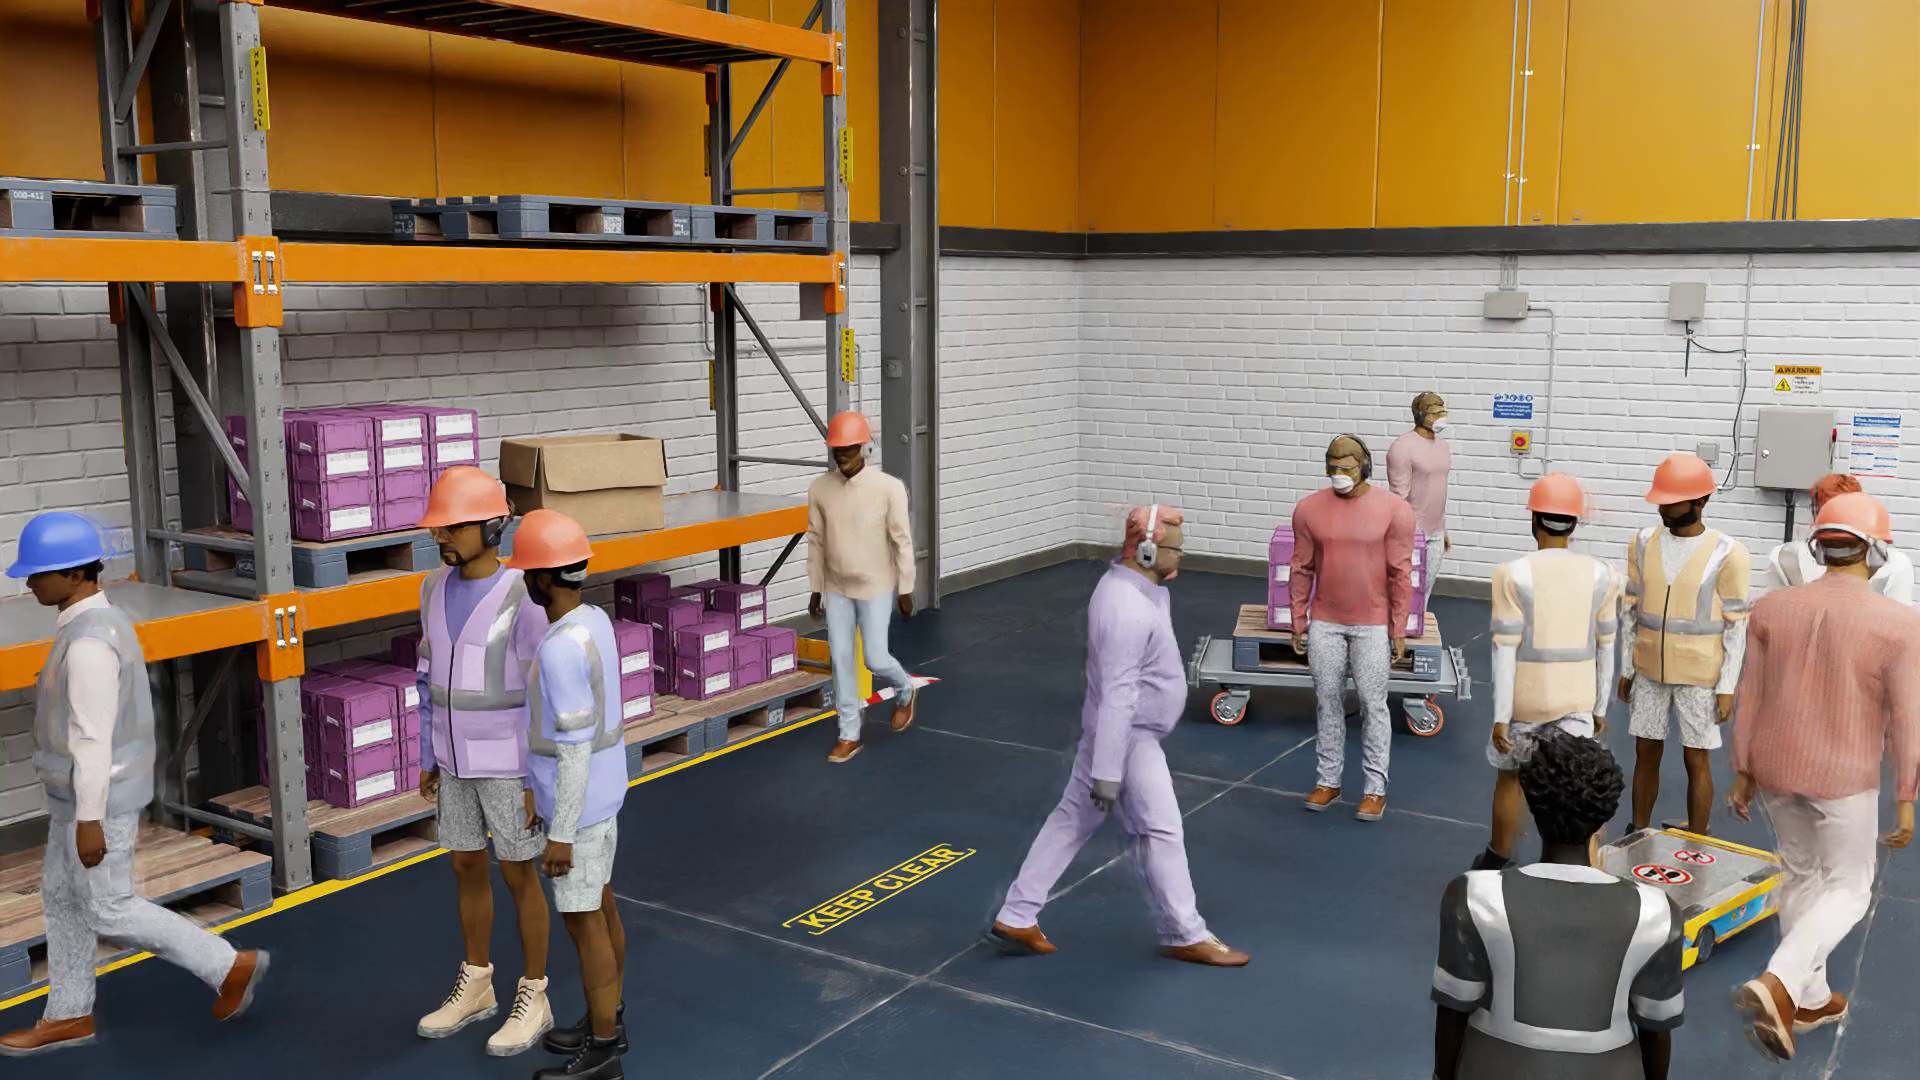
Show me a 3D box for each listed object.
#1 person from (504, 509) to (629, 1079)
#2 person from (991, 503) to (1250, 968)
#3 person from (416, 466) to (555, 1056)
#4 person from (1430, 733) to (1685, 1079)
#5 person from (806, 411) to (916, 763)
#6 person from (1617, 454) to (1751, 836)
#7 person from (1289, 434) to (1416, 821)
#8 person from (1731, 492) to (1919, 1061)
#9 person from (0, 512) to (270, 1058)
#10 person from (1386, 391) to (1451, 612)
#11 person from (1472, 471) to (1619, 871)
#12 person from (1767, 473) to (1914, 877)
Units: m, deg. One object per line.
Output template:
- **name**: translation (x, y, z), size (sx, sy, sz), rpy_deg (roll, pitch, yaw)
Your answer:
- **person**: translation (-1.290, 0.858, 5.483), size (0.376, 1.934, 0.547), rpy_deg (0, 9, -2)
- **person**: translation (0.594, 0.760, 6.434), size (0.998, 1.851, 0.732), rpy_deg (0, 9, 1)
- **person**: translation (-1.661, 0.760, 5.770), size (0.609, 2.043, 0.379), rpy_deg (5, 10, 28)
- **person**: translation (1.300, 1.261, 3.673), size (0.536, 1.686, 0.321), rpy_deg (1, 9, 7)
- **person**: translation (-0.533, 0.246, 9.350), size (0.628, 1.976, 0.658), rpy_deg (4, 10, 23)
- **person**: translation (3.144, 0.580, 7.310), size (0.385, 1.929, 0.547), rpy_deg (-7, 11, -40)
- **person**: translation (1.938, 0.427, 8.329), size (0.630, 1.929, 0.391), rpy_deg (5, 10, 30)
- **person**: translation (2.928, 0.819, 5.712), size (0.818, 1.953, 0.634), rpy_deg (-7, 11, -37)
- **person**: translation (-2.884, 0.837, 5.684), size (0.818, 1.913, 0.615), rpy_deg (-4, 10, -25)
- **person**: translation (3.132, -0.043, 11.325), size (0.627, 1.941, 0.370), rpy_deg (-8, 12, -43)
- **person**: translation (2.476, 0.662, 6.951), size (0.546, 1.887, 1.016), rpy_deg (0, 9, -1)
- **person**: translation (3.811, 0.630, 7.257), size (0.591, 1.839, 0.872), rpy_deg (6, 11, 34)
